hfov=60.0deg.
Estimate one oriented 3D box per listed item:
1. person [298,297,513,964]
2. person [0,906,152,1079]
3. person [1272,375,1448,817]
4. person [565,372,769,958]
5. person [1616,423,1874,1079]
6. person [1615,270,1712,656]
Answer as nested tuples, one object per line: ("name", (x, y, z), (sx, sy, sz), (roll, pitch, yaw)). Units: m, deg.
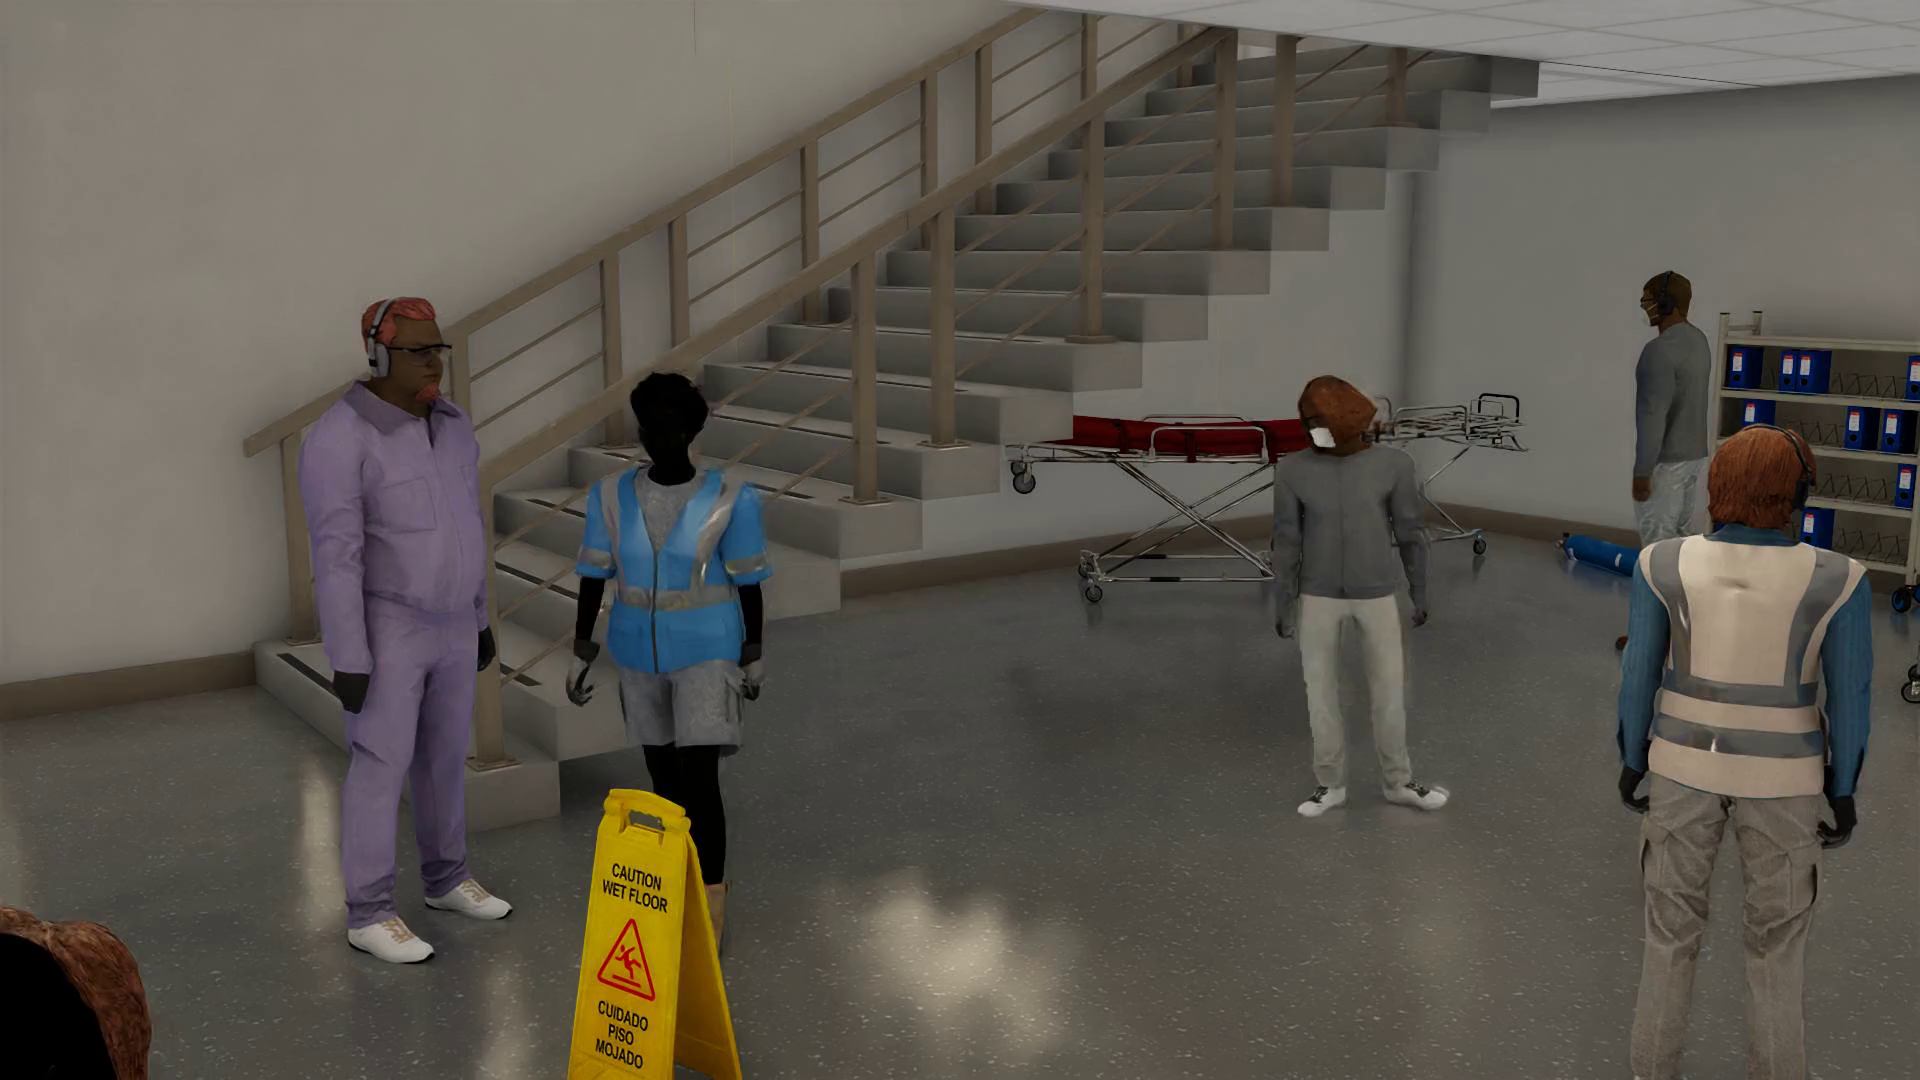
("person", (-1.565, 0.258, 4.791), (0.397, 1.899, 0.644), (4, 11, 22))
("person", (-0.609, 1.021, 1.162), (0.550, 1.611, 0.680), (2, 10, 13))
("person", (1.413, 0.216, 5.876), (0.629, 1.596, 0.409), (2, 10, 12))
("person", (-0.857, 0.364, 4.786), (0.544, 1.676, 0.634), (2, 10, 12))
("person", (1.768, 0.555, 3.799), (0.520, 1.639, 0.312), (6, 12, 32))
("person", (3.563, -0.385, 8.399), (0.371, 1.929, 0.624), (8, 13, 39))
